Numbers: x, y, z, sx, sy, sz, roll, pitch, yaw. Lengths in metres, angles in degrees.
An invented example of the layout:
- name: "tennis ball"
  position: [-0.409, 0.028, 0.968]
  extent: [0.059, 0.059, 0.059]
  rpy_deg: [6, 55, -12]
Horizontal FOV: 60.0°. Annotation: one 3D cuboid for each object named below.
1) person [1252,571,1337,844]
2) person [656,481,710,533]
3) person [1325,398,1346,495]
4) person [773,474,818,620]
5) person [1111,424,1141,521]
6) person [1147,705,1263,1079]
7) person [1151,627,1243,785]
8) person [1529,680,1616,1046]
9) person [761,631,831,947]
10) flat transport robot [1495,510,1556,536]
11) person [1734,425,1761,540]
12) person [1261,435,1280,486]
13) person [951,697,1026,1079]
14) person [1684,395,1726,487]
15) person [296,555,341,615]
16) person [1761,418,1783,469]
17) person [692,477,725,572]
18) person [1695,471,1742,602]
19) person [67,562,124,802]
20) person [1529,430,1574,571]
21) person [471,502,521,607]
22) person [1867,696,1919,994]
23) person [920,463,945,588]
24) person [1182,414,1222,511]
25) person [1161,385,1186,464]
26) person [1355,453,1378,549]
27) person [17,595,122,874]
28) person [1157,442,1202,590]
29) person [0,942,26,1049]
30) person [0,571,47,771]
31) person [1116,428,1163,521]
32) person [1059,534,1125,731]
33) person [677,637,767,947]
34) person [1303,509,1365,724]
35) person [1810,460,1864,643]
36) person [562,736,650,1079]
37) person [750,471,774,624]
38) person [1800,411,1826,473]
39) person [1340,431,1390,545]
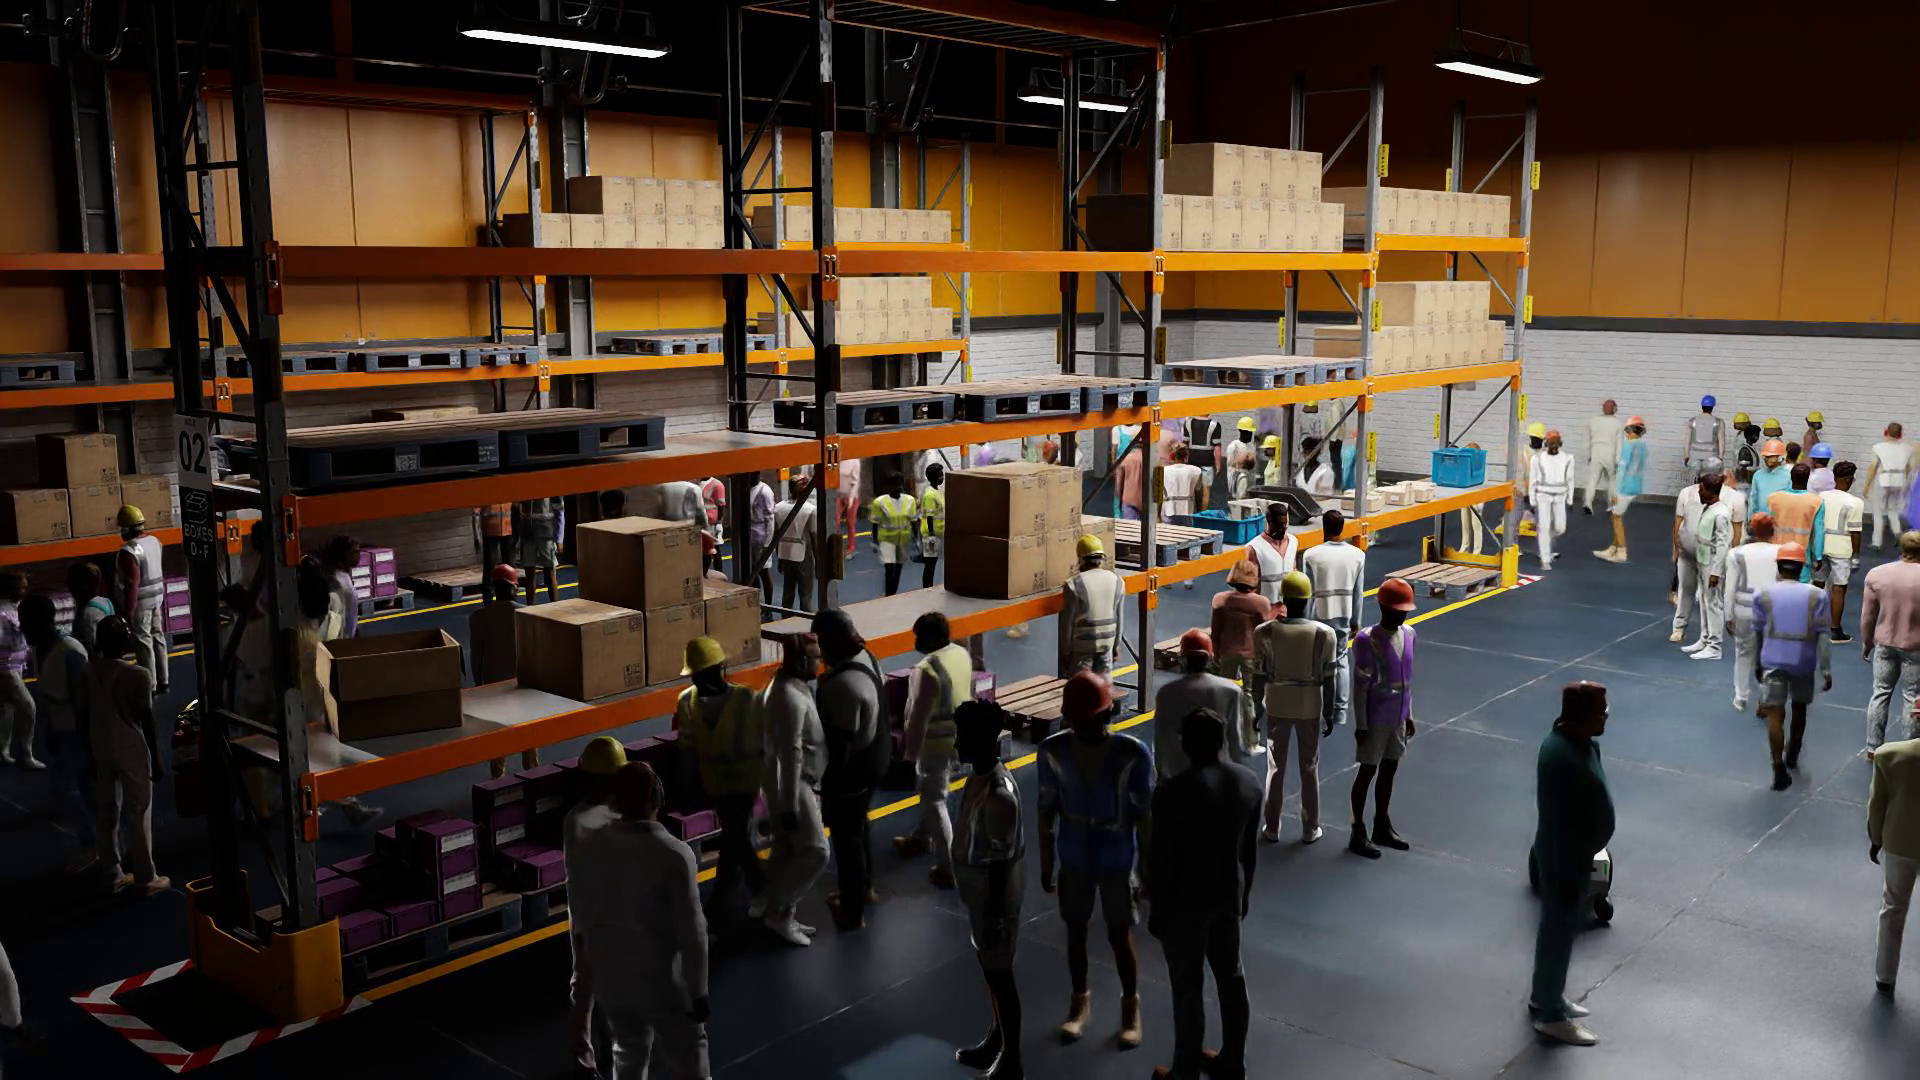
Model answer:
- name: "person"
  position: [2.327, 1.171, 11.623]
  extent: [0.584, 1.930, 0.360]
  rpy_deg: [2, 10, 12]
- name: "person"
  position: [-3.184, -0.053, 19.047]
  extent: [0.590, 1.886, 0.611]
  rpy_deg: [4, 11, 25]
- name: "person"
  position: [6.528, -1.776, 29.023]
  extent: [0.393, 1.995, 0.612]
  rpy_deg: [3, 10, 17]
- name: "person"
  position: [-1.717, 0.225, 17.519]
  extent: [0.564, 1.847, 0.396]
  rpy_deg: [6, 11, 33]
- name: "person"
  position: [2.598, -1.159, 25.791]
  extent: [0.516, 1.841, 0.325]
  rpy_deg: [-1, 10, -7]
- name: "person"
  position: [1.187, 1.759, 8.129]
  extent: [0.626, 1.931, 0.370]
  rpy_deg: [-5, 11, -30]
- name: "person"
  position: [1.521, 1.423, 10.686]
  extent: [0.584, 1.734, 0.426]
  rpy_deg: [0, 10, -1]
- name: "person"
  position: [3.222, 1.665, 8.755]
  extent: [0.402, 1.906, 0.650]
  rpy_deg: [4, 10, 20]
- name: "person"
  position: [-0.991, 1.481, 9.864]
  extent: [0.437, 1.897, 0.696]
  rpy_deg: [-1, 10, -9]
- name: "flat transport robot"
  position: [8.626, -0.268, 25.156]
  extent: [0.652, 0.197, 1.431]
  rpy_deg: [6, 11, 32]
- name: "person"
  position: [11.541, -0.852, 24.410]
  extent: [0.319, 1.692, 0.533]
  rpy_deg: [6, 11, 31]
- name: "person"
  position: [4.176, -0.519, 22.227]
  extent: [0.337, 1.762, 0.522]
  rpy_deg: [-1, 10, -3]
- name: "person"
  position: [0.136, 1.729, 8.208]
  extent: [0.368, 1.959, 0.599]
  rpy_deg: [-1, 10, -8]
- name: "person"
  position: [11.884, -1.338, 26.552]
  extent: [0.612, 1.947, 0.388]
  rpy_deg: [6, 11, 31]
- name: "person"
  position: [-4.904, 1.029, 12.694]
  extent: [0.334, 1.860, 0.509]
  rpy_deg: [4, 10, 21]
- name: "person"
  position: [12.147, -0.967, 24.970]
  extent: [0.320, 1.737, 0.485]
  rpy_deg: [9, 13, 42]
- name: "person"
  position: [-3.135, -0.211, 20.582]
  extent: [0.531, 1.692, 0.320]
  rpy_deg: [7, 12, 35]
- name: "person"
  position: [9.070, -0.040, 19.887]
  extent: [0.866, 1.584, 0.520]
  rpy_deg: [-1, 10, -9]
- name: "person"
  position: [-6.478, 1.070, 12.480]
  extent: [0.329, 1.844, 0.518]
  rpy_deg: [-2, 10, -13]
- name: "person"
  position: [7.801, -0.530, 21.950]
  extent: [0.600, 1.870, 0.454]
  rpy_deg: [1, 10, 4]
- name: "person"
  position: [-5.329, -0.101, 19.225]
  extent: [0.594, 1.924, 0.382]
  rpy_deg: [-5, 11, -28]
- name: "person"
  position: [5.305, 1.673, 9.158]
  extent: [0.564, 1.748, 0.339]
  rpy_deg: [9, 13, 43]
- name: "person"
  position: [-0.306, -0.078, 19.775]
  extent: [0.316, 1.695, 0.541]
  rpy_deg: [1, 10, 8]
- name: "person"
  position: [3.702, -1.189, 25.425]
  extent: [0.611, 2.032, 0.411]
  rpy_deg: [5, 11, 26]
- name: "person"
  position: [3.583, -1.625, 27.973]
  extent: [0.605, 2.045, 0.378]
  rpy_deg: [9, 13, 43]
- name: "person"
  position: [5.754, -0.689, 23.599]
  extent: [0.313, 1.638, 0.513]
  rpy_deg: [7, 12, 38]
- name: "person"
  position: [-5.937, 1.277, 11.117]
  extent: [0.615, 1.881, 0.557]
  rpy_deg: [9, 13, 42]
- name: "person"
  position: [2.714, -0.288, 20.622]
  extent: [0.560, 1.836, 0.393]
  rpy_deg: [0, 10, 3]
- name: "person"
  position: [-4.032, 2.065, 6.622]
  extent: [0.896, 1.844, 0.692]
  rpy_deg: [7, 12, 35]
- name: "person"
  position: [-7.541, 1.046, 13.297]
  extent: [0.585, 1.608, 0.527]
  rpy_deg: [-2, 10, -11]
- name: "person"
  position: [2.314, -0.489, 21.521]
  extent: [0.612, 1.948, 1.039]
  rpy_deg: [2, 10, 11]
- name: "person"
  position: [1.078, 0.859, 13.819]
  extent: [0.585, 1.823, 0.403]
  rpy_deg: [-5, 11, -27]
- name: "person"
  position: [-1.403, 1.478, 10.016]
  extent: [0.660, 1.849, 1.006]
  rpy_deg: [5, 11, 25]
- name: "person"
  position: [3.261, 0.684, 14.608]
  extent: [0.597, 1.908, 0.401]
  rpy_deg: [-3, 10, -16]
- name: "person"
  position: [9.378, 0.120, 17.833]
  extent: [0.385, 1.957, 0.603]
  rpy_deg: [-5, 11, -26]
- name: "person"
  position: [-1.743, 1.823, 8.217]
  extent: [0.325, 1.769, 0.524]
  rpy_deg: [5, 11, 26]
- name: "person"
  position: [-2.309, -0.009, 18.681]
  extent: [0.385, 1.927, 0.545]
  rpy_deg: [-8, 12, -38]
- name: "person"
  position: [13.171, -1.113, 25.753]
  extent: [0.309, 1.769, 0.524]
  rpy_deg: [6, 11, 30]
- name: "person"
  position: [5.779, -0.764, 23.819]
  extent: [0.877, 1.705, 0.561]
  rpy_deg: [5, 11, 29]
